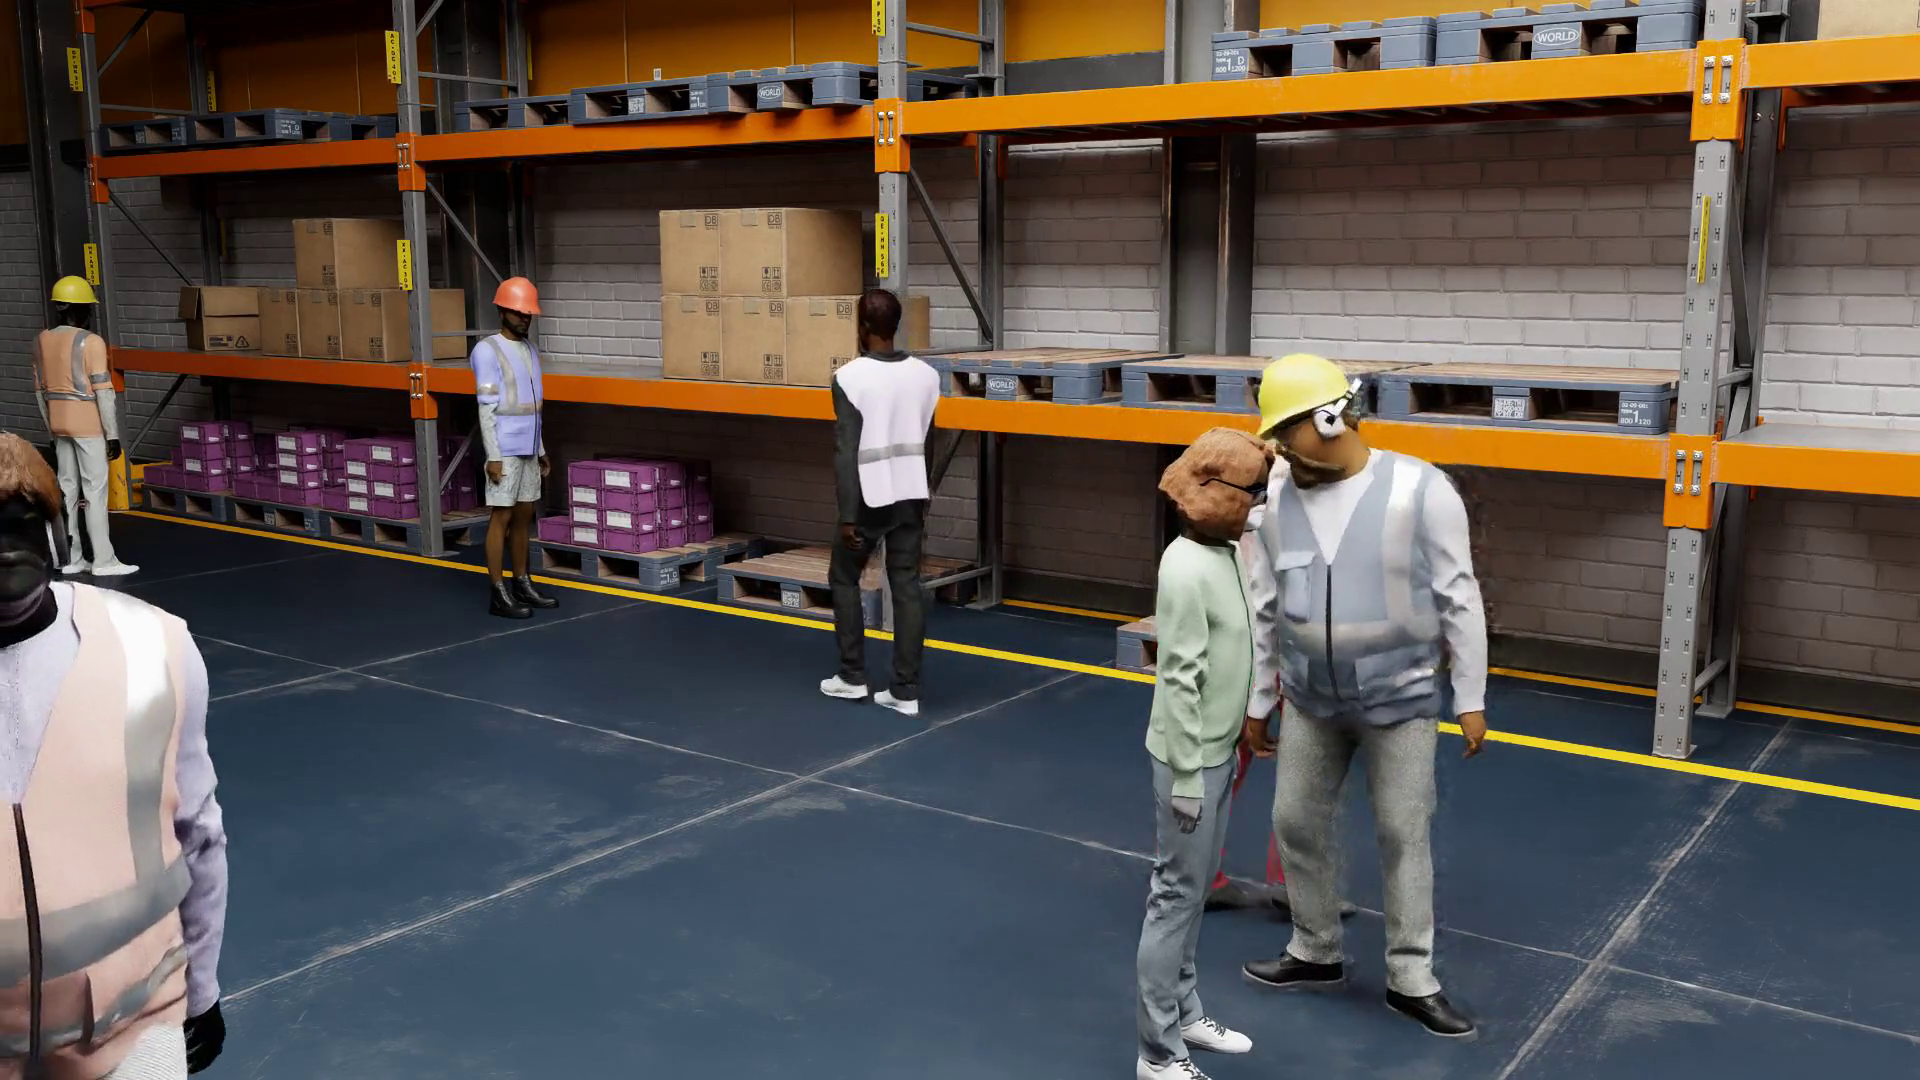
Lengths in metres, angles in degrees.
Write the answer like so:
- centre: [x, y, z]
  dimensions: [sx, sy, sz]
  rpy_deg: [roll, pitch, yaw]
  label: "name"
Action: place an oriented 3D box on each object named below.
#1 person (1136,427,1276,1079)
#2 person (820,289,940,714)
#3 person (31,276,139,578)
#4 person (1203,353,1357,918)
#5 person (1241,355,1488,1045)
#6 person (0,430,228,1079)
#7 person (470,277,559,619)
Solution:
- centre: [0.602, 0.536, 4.063]
  dimensions: [0.281, 1.630, 0.507]
  rpy_deg: [3, 10, 20]
  label: "person"
- centre: [-0.395, -0.185, 7.562]
  dimensions: [0.610, 1.889, 0.742]
  rpy_deg: [-7, 12, -36]
  label: "person"
- centre: [-5.614, -0.715, 10.633]
  dimensions: [0.588, 1.927, 0.370]
  rpy_deg: [3, 10, 18]
  label: "person"
- centre: [0.984, 0.309, 5.070]
  dimensions: [0.611, 1.745, 0.542]
  rpy_deg: [-3, 10, -17]
  label: "person"
- centre: [1.071, 0.417, 4.350]
  dimensions: [0.704, 1.784, 0.407]
  rpy_deg: [7, 12, 34]
  label: "person"
- centre: [-1.413, 0.724, 2.489]
  dimensions: [0.635, 1.800, 0.984]
  rpy_deg: [-7, 12, -35]
  label: "person"
- centre: [-2.524, -0.526, 9.501]
  dimensions: [0.374, 1.930, 0.542]
  rpy_deg: [3, 10, 19]
  label: "person"
